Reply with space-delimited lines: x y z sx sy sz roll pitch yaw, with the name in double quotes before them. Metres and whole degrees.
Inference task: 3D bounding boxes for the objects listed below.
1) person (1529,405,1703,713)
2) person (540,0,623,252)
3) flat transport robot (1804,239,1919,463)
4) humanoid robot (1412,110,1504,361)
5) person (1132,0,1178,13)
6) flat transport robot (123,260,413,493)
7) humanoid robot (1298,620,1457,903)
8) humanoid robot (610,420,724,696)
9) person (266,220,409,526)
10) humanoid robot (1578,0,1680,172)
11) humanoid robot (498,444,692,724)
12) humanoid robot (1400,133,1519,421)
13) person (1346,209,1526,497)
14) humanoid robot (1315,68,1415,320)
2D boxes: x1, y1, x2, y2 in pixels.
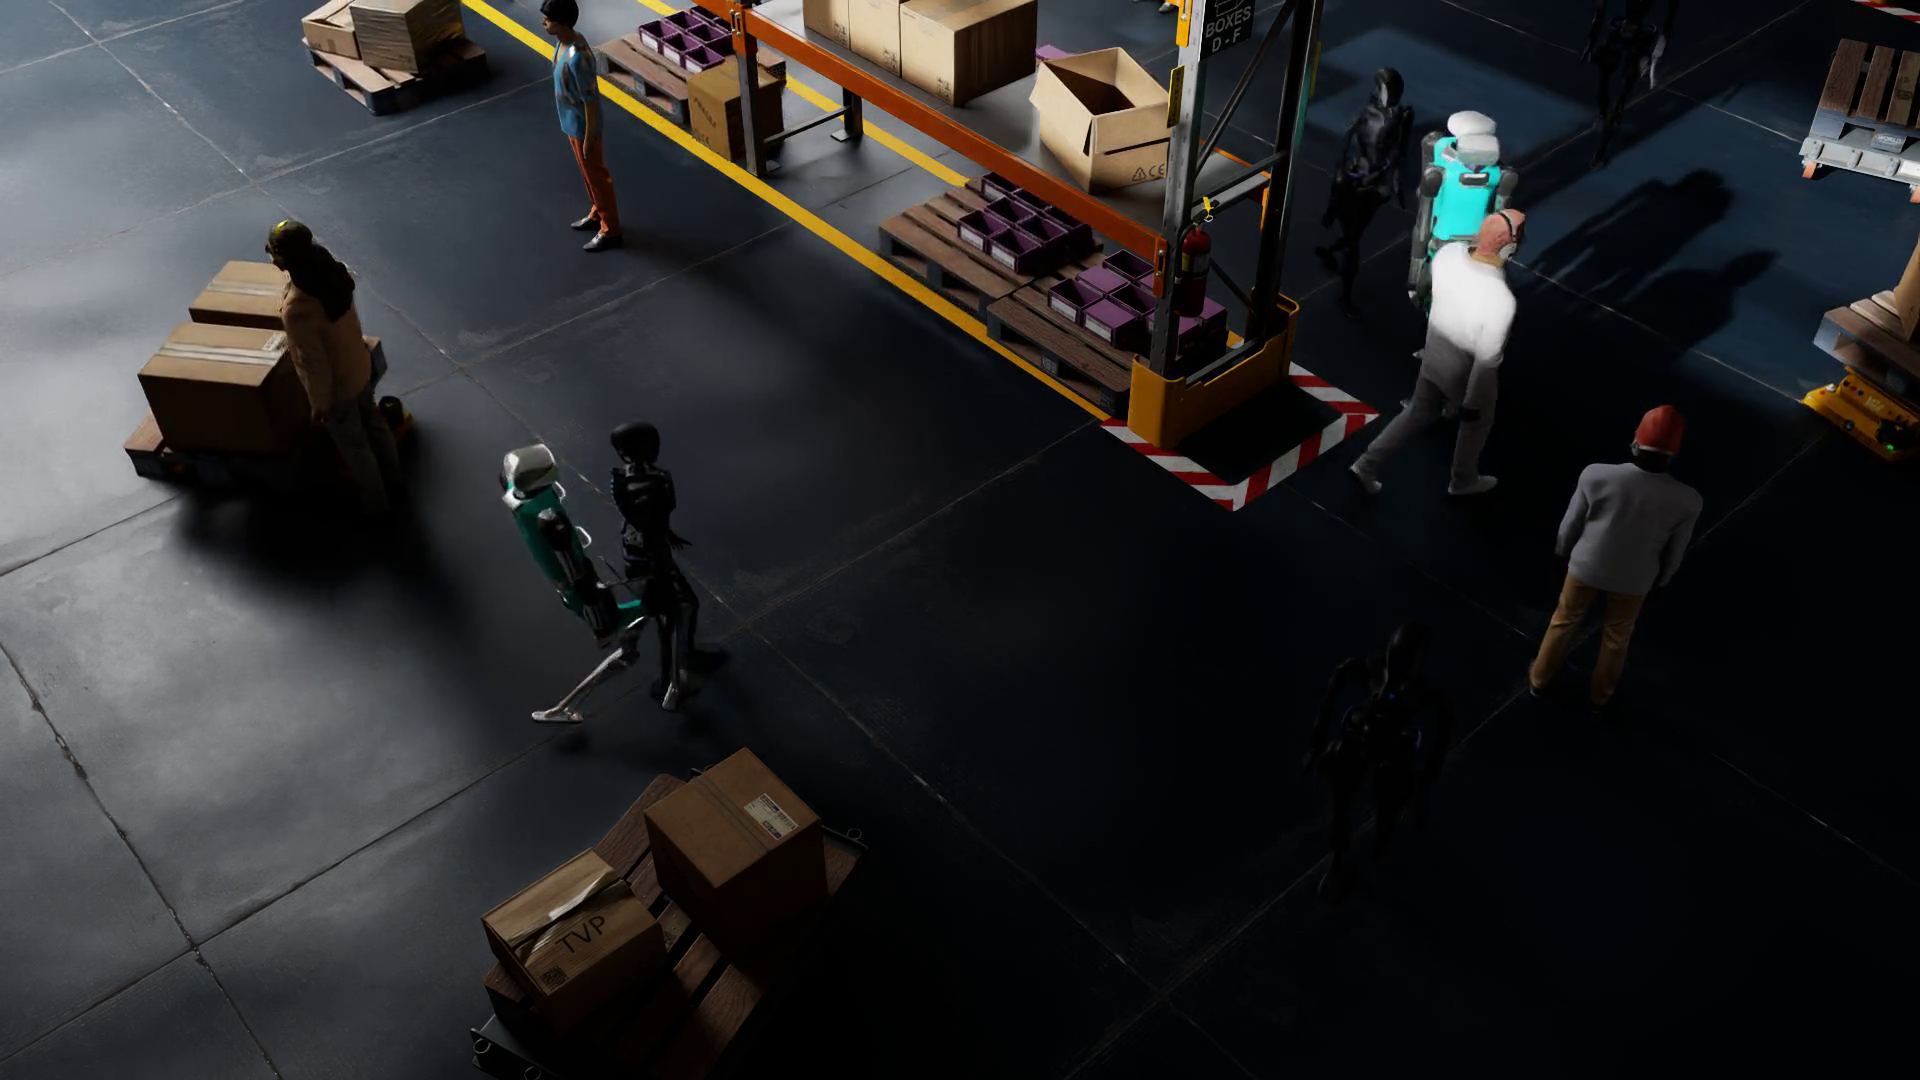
"person" 3.114 0.094 7.906 0.562 1.740 0.366 16 45 17
"person" -2.504 -2.748 10.977 0.312 1.764 0.511 -16 45 -17
"flat transport robot" 5.912 -0.915 10.090 1.431 0.231 0.659 -19 46 -19
"humanoid robot" 3.044 -1.787 9.976 0.752 1.815 0.534 -28 50 -27
"person" 1.726 -5.294 13.697 0.562 1.837 0.380 33 52 31
"flat transport robot" -4.038 -0.626 9.776 1.431 0.231 0.659 6 43 6
"humanoid robot" 1.768 0.907 7.070 0.588 1.639 0.467 18 46 19
"humanoid robot" -1.400 0.105 7.935 0.399 1.649 0.585 -8 43 -9
"person" -3.300 -0.872 8.858 0.391 1.875 0.566 5 43 5
"humanoid robot" 4.795 -3.543 11.951 0.584 1.633 0.798 24 48 24
"humanoid robot" -1.635 0.192 7.805 1.005 1.738 0.559 -28 49 -27
"humanoid robot" 2.843 -1.381 9.504 0.533 1.763 0.743 0 43 0
"person" 2.632 -0.940 8.929 0.862 1.871 0.641 -15 45 -16
"humanoid robot" 2.535 -2.271 10.576 0.595 1.642 0.746 -19 46 -19
